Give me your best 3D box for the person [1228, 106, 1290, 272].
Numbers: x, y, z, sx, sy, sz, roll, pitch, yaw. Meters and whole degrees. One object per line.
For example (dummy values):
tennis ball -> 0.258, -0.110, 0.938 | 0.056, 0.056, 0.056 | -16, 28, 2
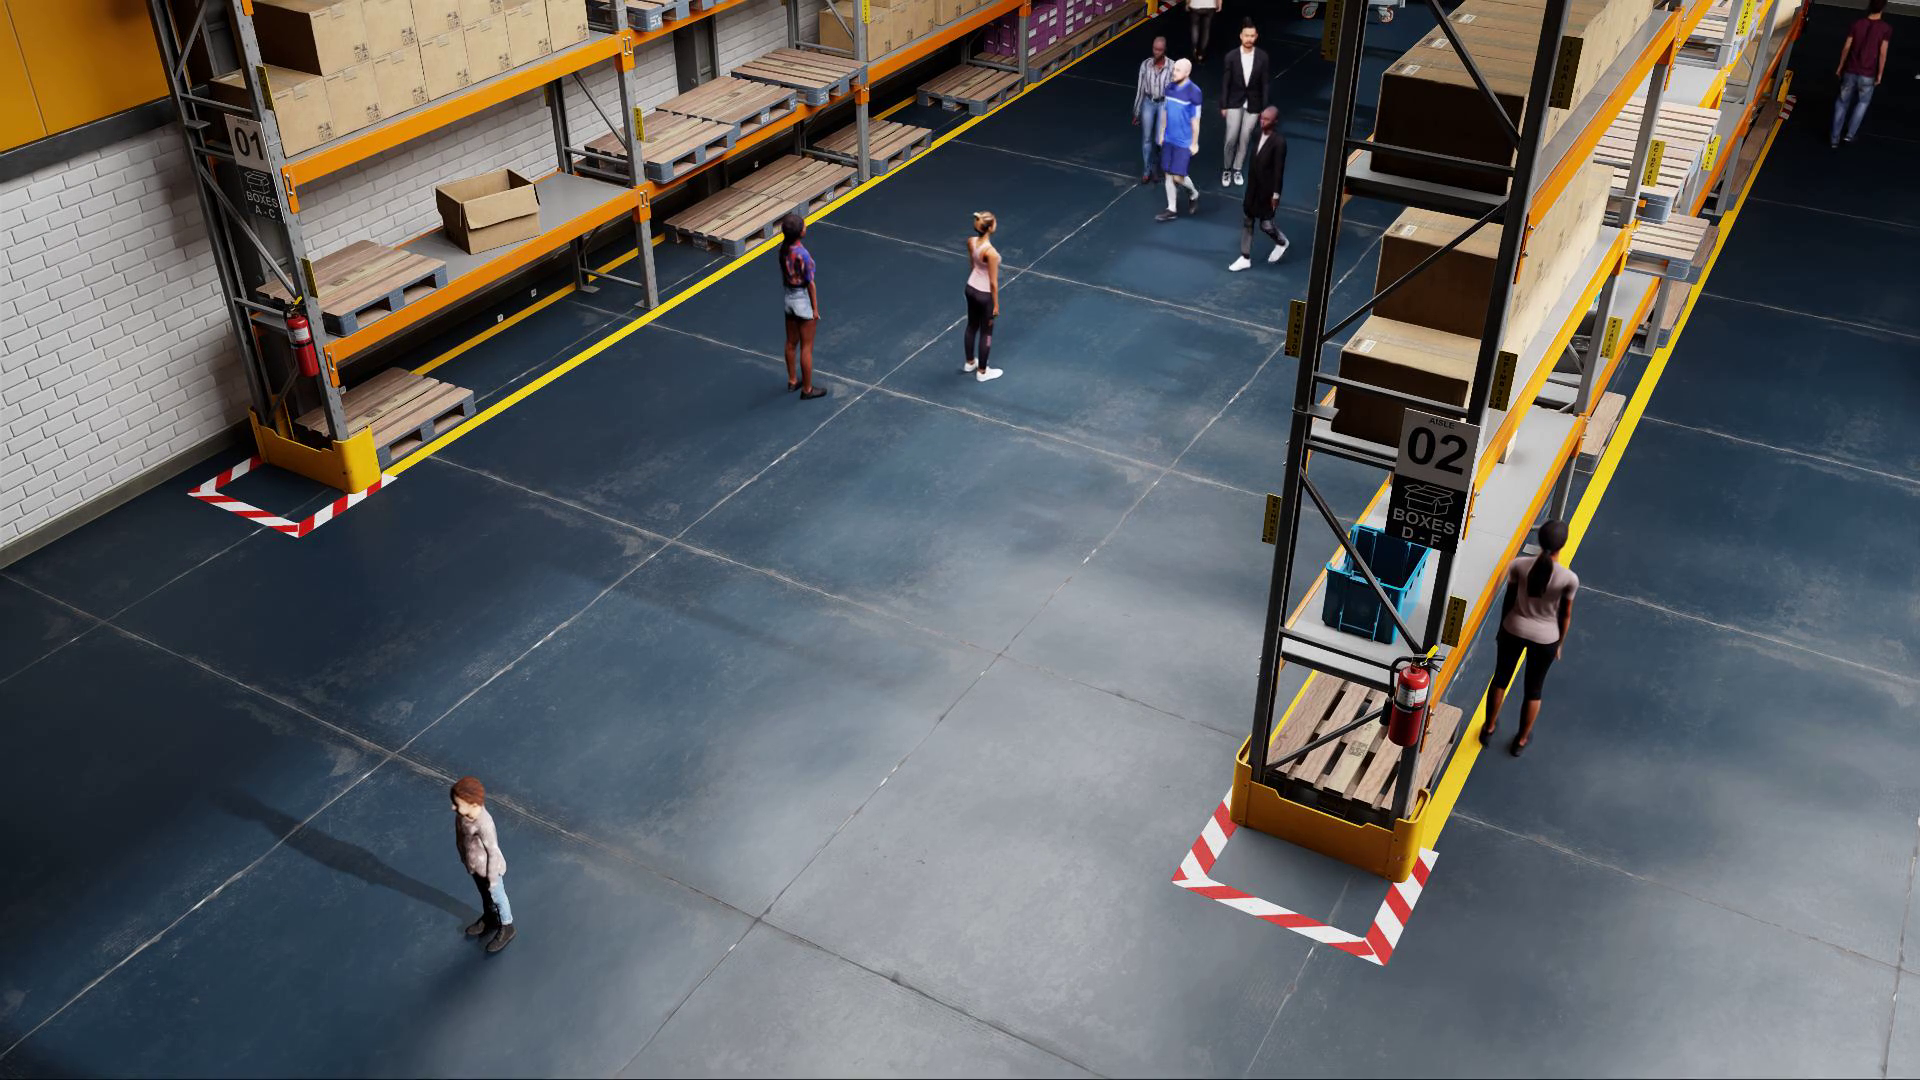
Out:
person -> 3.221, -3.657, 17.282 | 1.078, 1.751, 0.926 | -18, 38, -25

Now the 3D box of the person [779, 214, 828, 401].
person -> -1.450, -2.109, 14.959 | 0.610, 1.745, 0.647 | -28, 42, -35

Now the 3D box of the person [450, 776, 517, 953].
person -> -2.735, 1.830, 9.530 | 0.530, 1.194, 0.525 | 28, 43, 35

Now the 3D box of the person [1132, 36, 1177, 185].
person -> 2.297, -4.969, 19.239 | 0.794, 1.770, 0.777 | 11, 35, 16

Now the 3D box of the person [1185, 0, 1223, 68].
person -> 3.335, -7.384, 22.927 | 0.709, 1.709, 0.687 | 9, 35, 13

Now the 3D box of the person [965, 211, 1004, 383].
person -> 0.189, -2.256, 15.268 | 0.641, 1.648, 0.626 | -22, 39, -29

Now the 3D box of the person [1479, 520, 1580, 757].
person -> 3.700, 0.634, 10.833 | 0.589, 1.745, 0.526 | 16, 37, 23

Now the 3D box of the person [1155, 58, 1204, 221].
person -> 2.480, -4.407, 18.342 | 0.899, 1.827, 0.829 | -23, 40, -31

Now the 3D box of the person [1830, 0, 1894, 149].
person -> 10.933, -5.674, 20.245 | 0.701, 1.830, 0.718 | 21, 39, 28

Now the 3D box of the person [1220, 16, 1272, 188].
person -> 3.293, -5.097, 19.277 | 0.825, 1.942, 0.825 | 2, 34, 3
